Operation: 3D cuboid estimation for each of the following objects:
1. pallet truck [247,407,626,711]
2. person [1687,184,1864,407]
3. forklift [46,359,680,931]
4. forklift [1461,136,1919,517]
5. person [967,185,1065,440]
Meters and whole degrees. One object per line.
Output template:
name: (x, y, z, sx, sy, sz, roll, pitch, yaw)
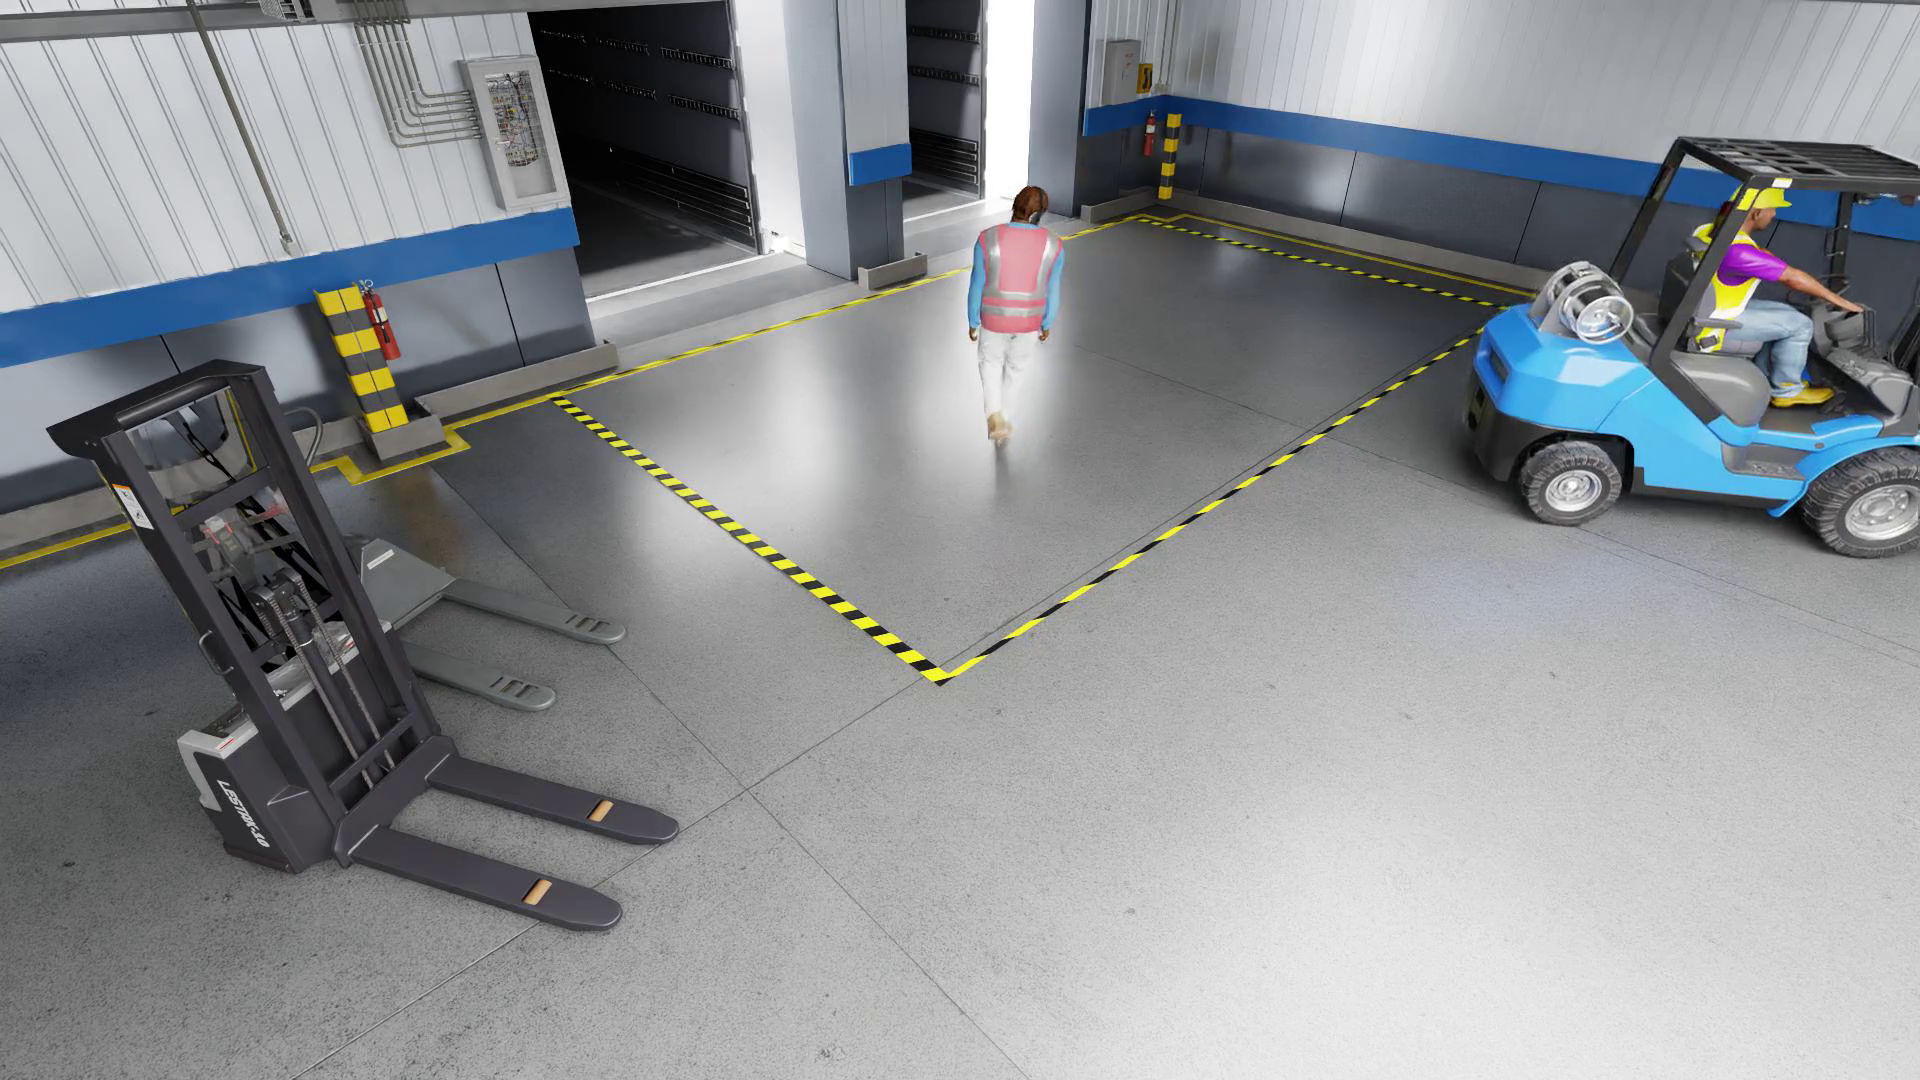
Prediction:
pallet truck: (-2.628, 0.038, 4.590, 1.601, 1.201, 0.680, 12, 36, 18)
person: (4.861, -1.440, 5.443, 1.004, 1.294, 0.630, 8, 35, 11)
forklift: (-2.135, 0.422, 3.354, 1.885, 1.965, 0.823, 10, 35, 14)
forklift: (4.805, -1.299, 5.568, 2.680, 2.036, 1.157, 8, 35, 11)
person: (0.373, -1.490, 6.336, 0.647, 1.803, 0.624, -1, 34, -2)
